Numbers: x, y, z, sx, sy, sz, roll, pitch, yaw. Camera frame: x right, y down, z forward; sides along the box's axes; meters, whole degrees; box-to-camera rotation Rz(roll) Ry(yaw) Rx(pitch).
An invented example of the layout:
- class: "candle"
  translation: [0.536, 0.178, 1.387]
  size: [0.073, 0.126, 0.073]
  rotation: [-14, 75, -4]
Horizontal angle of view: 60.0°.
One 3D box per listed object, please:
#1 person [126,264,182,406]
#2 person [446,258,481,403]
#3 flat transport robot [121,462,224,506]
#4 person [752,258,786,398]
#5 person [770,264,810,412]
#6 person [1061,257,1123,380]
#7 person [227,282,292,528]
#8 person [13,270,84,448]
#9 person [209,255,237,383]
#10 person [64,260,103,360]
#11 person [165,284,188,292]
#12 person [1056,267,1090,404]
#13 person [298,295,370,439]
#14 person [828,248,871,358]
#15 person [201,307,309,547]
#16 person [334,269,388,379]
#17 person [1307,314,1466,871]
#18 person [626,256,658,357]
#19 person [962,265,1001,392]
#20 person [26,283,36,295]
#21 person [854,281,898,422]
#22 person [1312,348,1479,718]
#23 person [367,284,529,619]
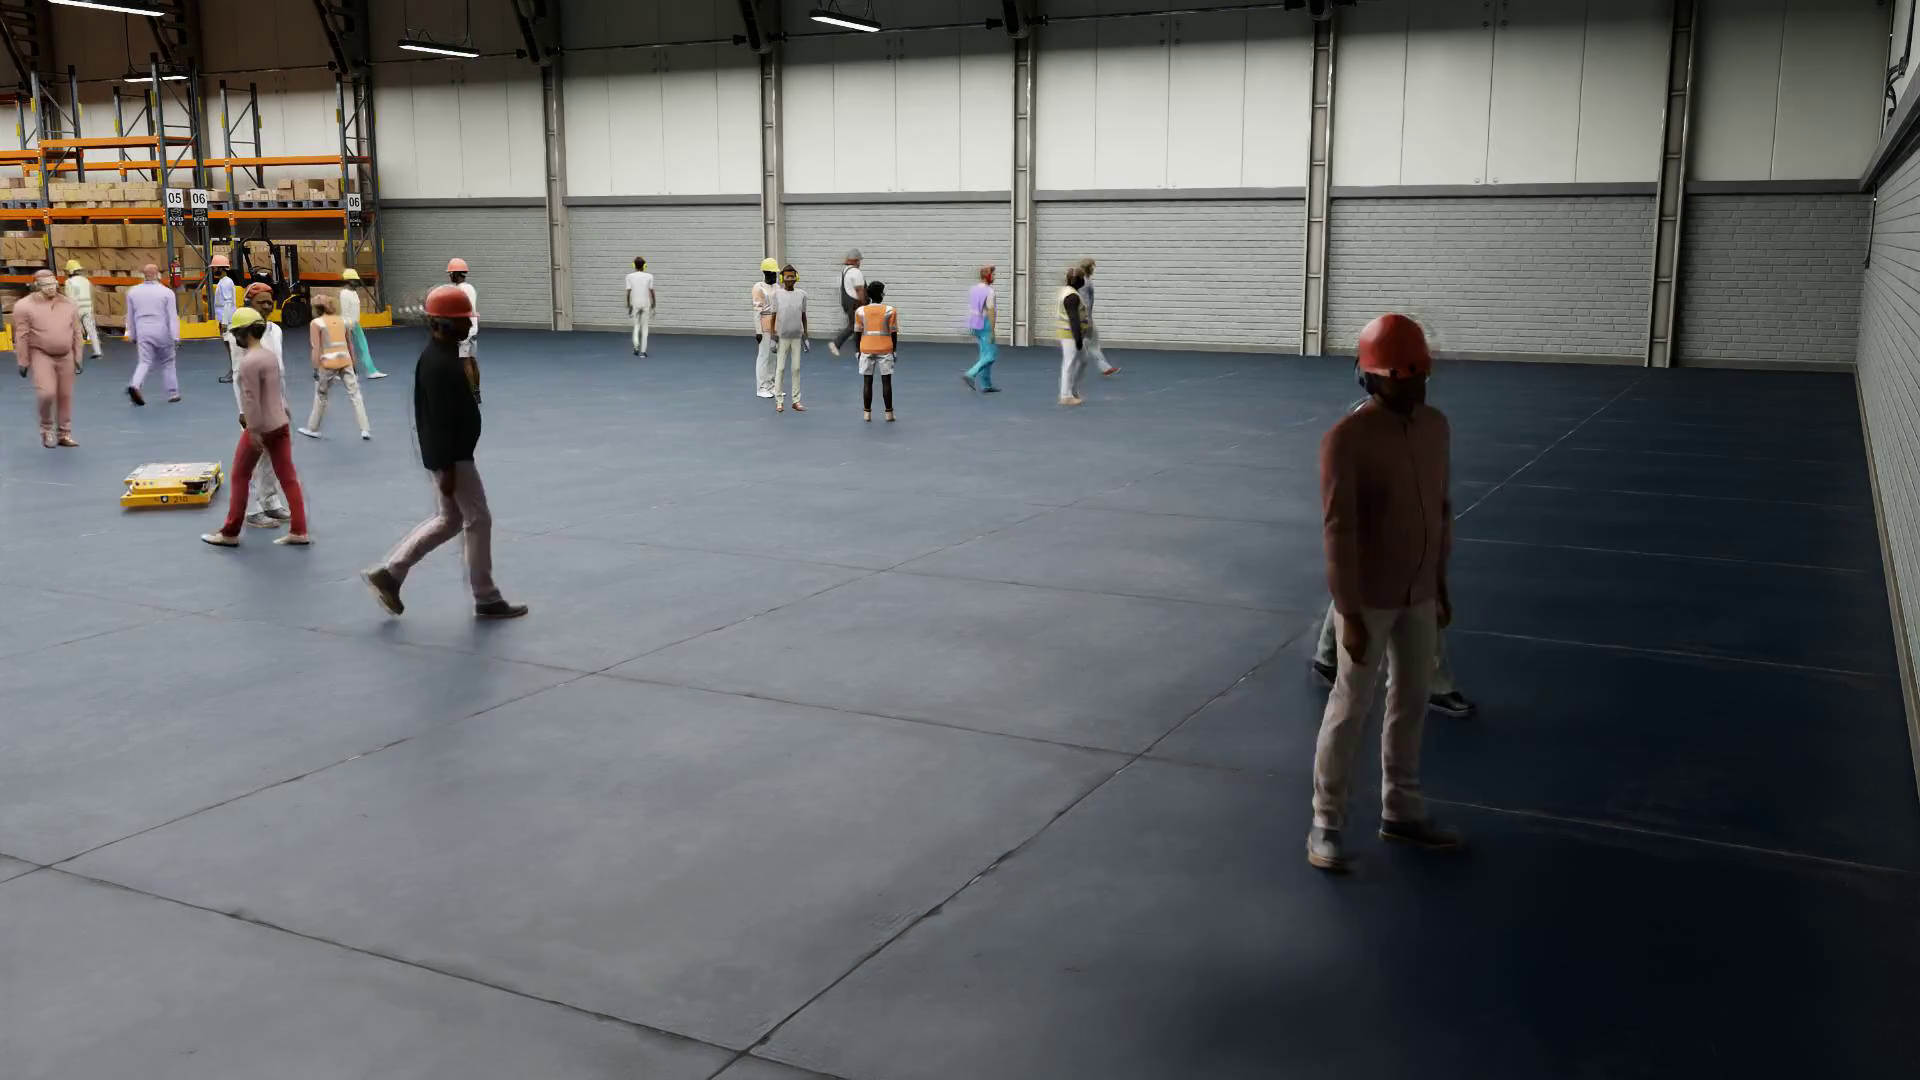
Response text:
- class: "person"
  translation: [-10.735, -2.723, 22.098]
  size: [0.685, 1.868, 0.861]
  rotation: [0, 10, -2]
- class: "person"
  translation: [-6.582, -2.746, 21.998]
  size: [0.379, 1.937, 0.548]
  rotation: [1, 10, 5]
- class: "flat transport robot"
  translation: [-6.746, -0.497, 14.282]
  size: [0.652, 0.197, 1.431]
  rotation: [-3, 11, -18]
- class: "person"
  translation: [-2.632, -2.938, 23.077]
  size: [0.377, 1.925, 0.594]
  rotation: [5, 12, 27]
- class: "person"
  translation: [-2.164, -2.568, 21.215]
  size: [0.512, 1.872, 0.330]
  rotation: [-4, 11, -22]
- class: "person"
  translation: [2.031, -3.413, 25.743]
  size: [1.007, 1.891, 0.657]
  rotation: [1, 10, 7]
- class: "person"
  translation: [-5.385, -1.039, 12.848]
  size: [0.356, 1.881, 0.575]
  rotation: [2, 11, 11]
- class: "person"
  translation: [-9.582, -1.901, 17.561]
  size: [0.458, 1.883, 0.642]
  rotation: [8, 13, 36]
- class: "person"
  translation: [-11.222, -3.369, 25.397]
  size: [0.358, 1.938, 0.542]
  rotation: [-4, 11, -21]
- class: "person"
  translation: [-15.846, -4.106, 29.824]
  size: [0.945, 1.781, 0.617]
  rotation: [3, 11, 15]
- class: "person"
  translation: [-18.222, -5.723, 38.512]
  size: [0.898, 1.830, 0.541]
  rotation: [4, 11, 23]
- class: "person"
  translation: [1.540, -2.704, 22.080]
  size: [0.519, 1.823, 0.650]
  rotation: [0, 10, 1]
- class: "person"
  translation: [-6.903, -1.891, 18.294]
  size: [0.853, 1.586, 0.596]
  rotation: [6, 12, 31]
- class: "person"
  translation: [-2.006, -4.335, 30.383]
  size: [0.880, 2.000, 0.688]
  rotation: [-4, 11, -21]
- class: "person"
  translation: [-5.117, -0.799, 11.976]
  size: [0.810, 1.724, 0.520]
  rotation: [1, 10, 5]
- class: "person"
  translation: [-9.459, -3.342, 25.847]
  size: [0.930, 1.721, 0.538]
  rotation: [1, 10, 4]
- class: "person"
  translation: [1.522, 0.191, 5.929]
  size: [0.695, 1.960, 0.397]
  rotation: [-7, 12, -33]
- class: "person"
  translation: [-5.861, -4.304, 30.720]
  size: [0.523, 1.855, 0.417]
  rotation: [0, 10, 2]
- class: "person"
  translation: [0.319, -2.993, 23.656]
  size: [0.562, 1.828, 0.565]
  rotation: [-5, 11, -25]
- class: "person"
  translation: [-24.772, -6.877, 44.586]
  size: [0.392, 1.921, 0.585]
  rotation: [5, 12, 27]
- class: "person"
  translation: [-1.007, -2.264, 20.020]
  size: [0.536, 1.699, 0.322]
  rotation: [1, 10, 4]
- class: "person"
  translation: [2.053, -0.085, 7.933]
  size: [0.602, 1.784, 0.954]
  rotation: [-7, 12, -33]
- class: "person"
  translation: [-3.010, -0.494, 9.646]
  size: [0.817, 1.967, 0.622]
  rotation: [-4, 11, -22]
